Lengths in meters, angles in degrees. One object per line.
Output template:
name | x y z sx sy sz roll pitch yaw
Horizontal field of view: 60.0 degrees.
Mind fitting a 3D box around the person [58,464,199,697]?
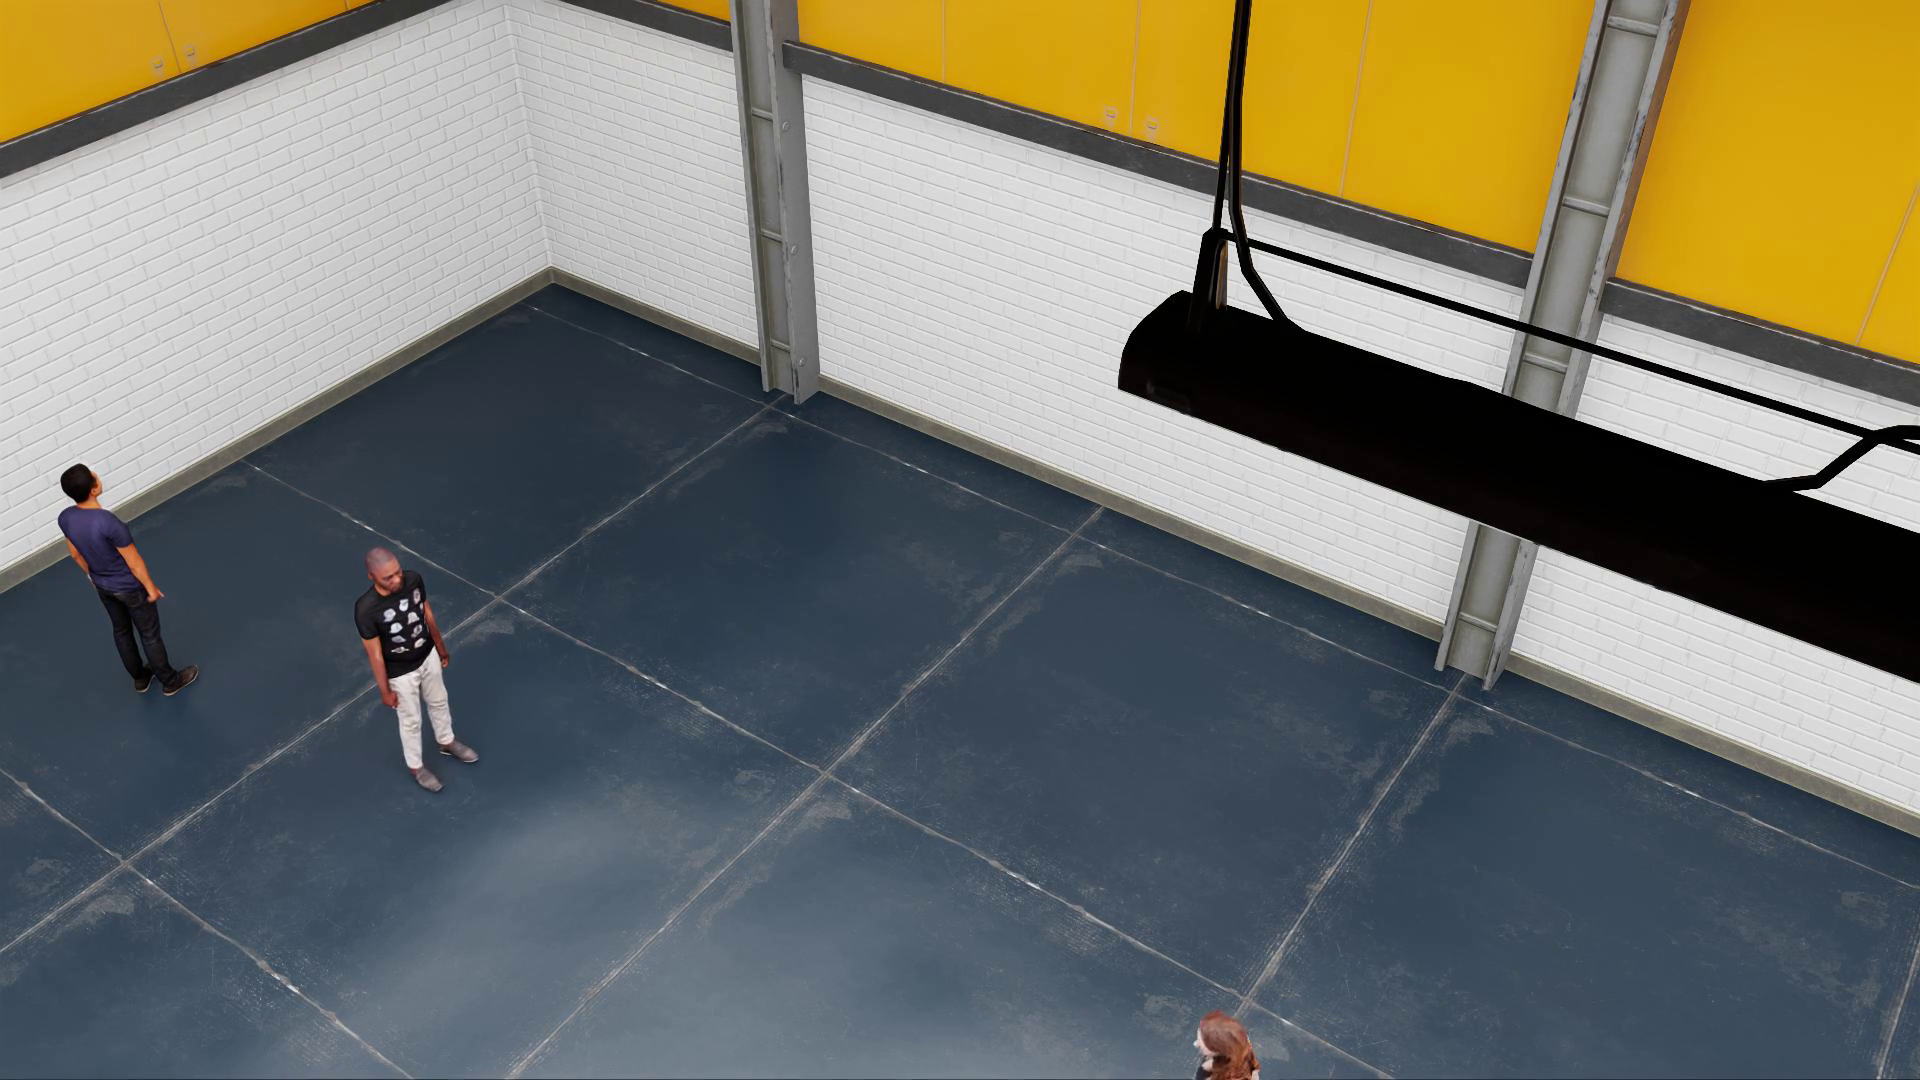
person | -5.413 0.273 10.695 0.600 1.794 0.772 9 39 11

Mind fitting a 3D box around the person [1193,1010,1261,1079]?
person | 1.328 2.728 7.712 1.137 1.679 0.827 19 42 22

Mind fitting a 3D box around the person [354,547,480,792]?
person | -3.352 0.743 10.100 0.603 1.802 0.664 21 43 25
